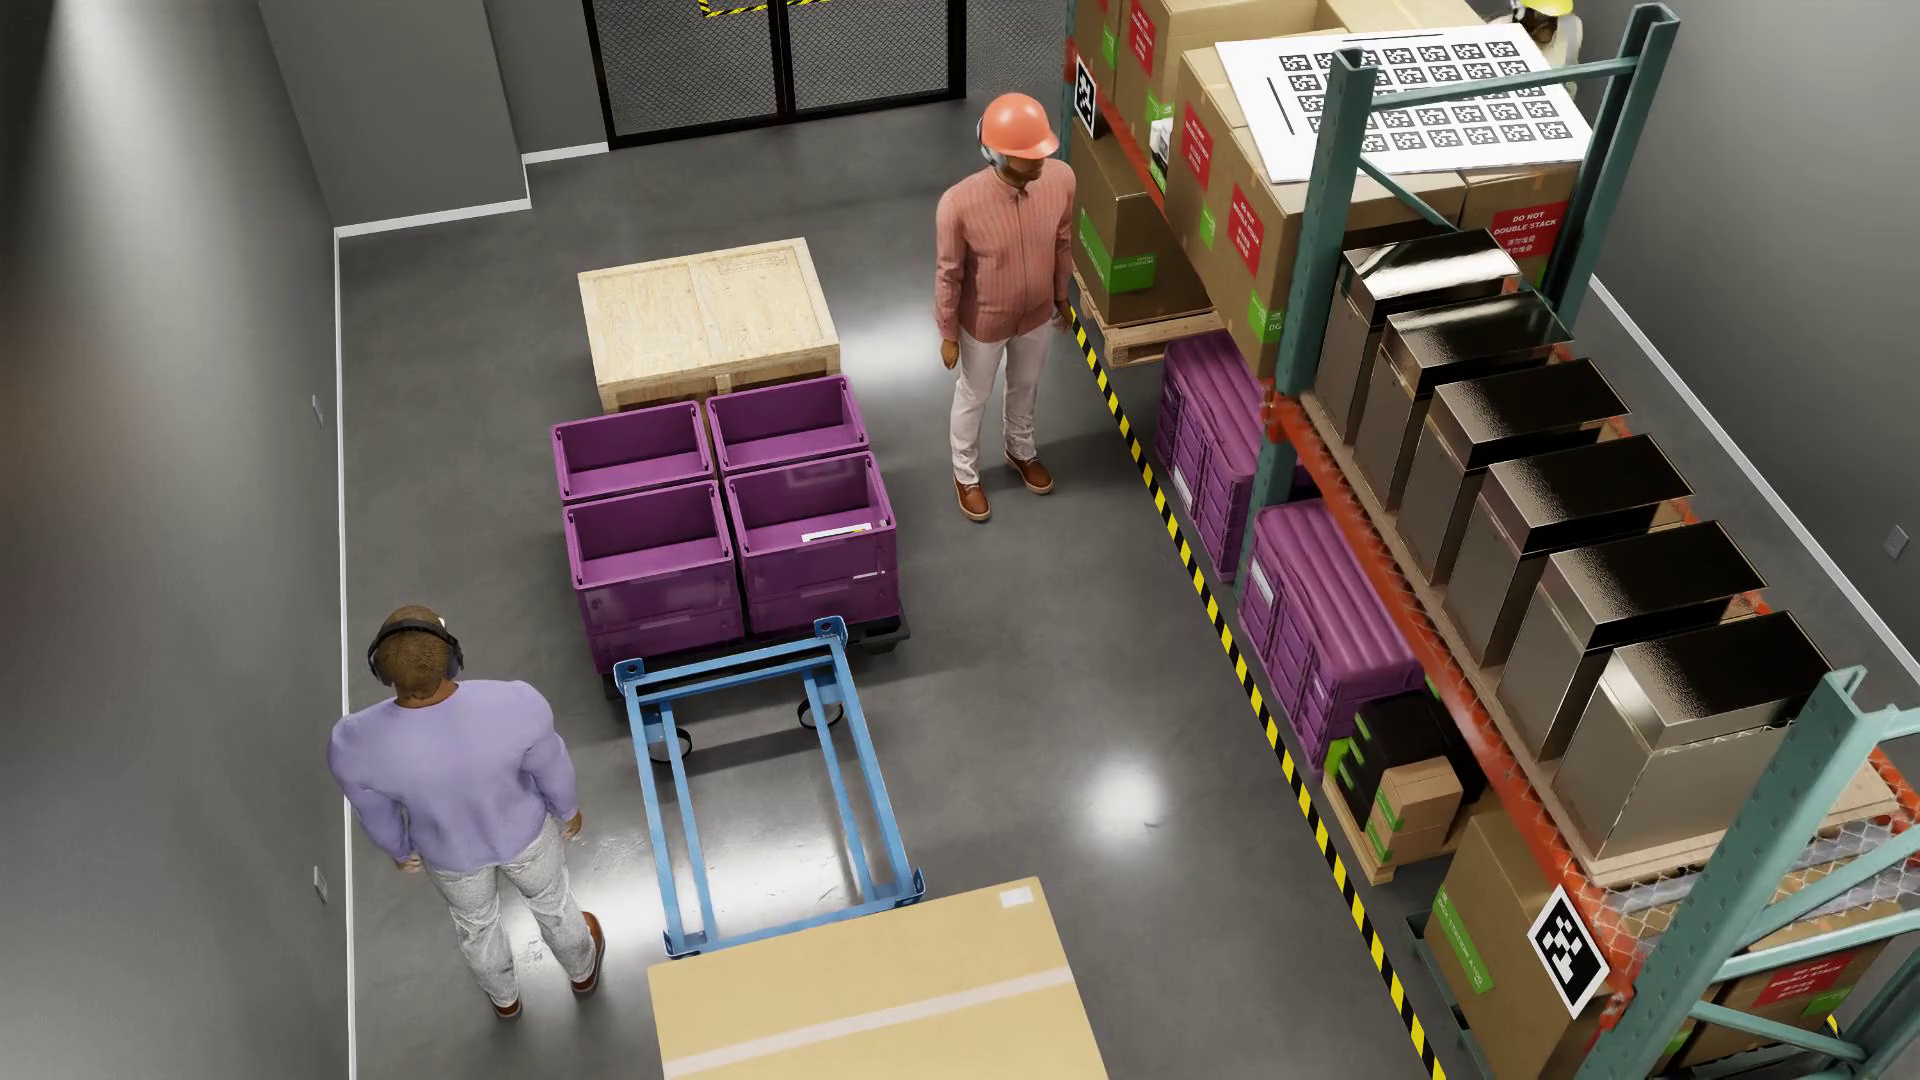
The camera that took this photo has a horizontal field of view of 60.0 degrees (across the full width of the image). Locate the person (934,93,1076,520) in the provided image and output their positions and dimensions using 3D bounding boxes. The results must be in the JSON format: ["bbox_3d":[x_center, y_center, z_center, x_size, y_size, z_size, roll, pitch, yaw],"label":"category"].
[{"bbox_3d":[0.190,-0.916,6.688,0.622,1.995,0.382,-22,51,-19],"label":"person"}]

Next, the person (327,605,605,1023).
[{"bbox_3d":[-1.464,0.874,5.084,0.629,1.940,0.373,-13,49,-12],"label":"person"}]

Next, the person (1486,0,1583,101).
[{"bbox_3d":[2.490,-1.892,7.716,0.592,1.809,0.829,-17,50,-15],"label":"person"}]
